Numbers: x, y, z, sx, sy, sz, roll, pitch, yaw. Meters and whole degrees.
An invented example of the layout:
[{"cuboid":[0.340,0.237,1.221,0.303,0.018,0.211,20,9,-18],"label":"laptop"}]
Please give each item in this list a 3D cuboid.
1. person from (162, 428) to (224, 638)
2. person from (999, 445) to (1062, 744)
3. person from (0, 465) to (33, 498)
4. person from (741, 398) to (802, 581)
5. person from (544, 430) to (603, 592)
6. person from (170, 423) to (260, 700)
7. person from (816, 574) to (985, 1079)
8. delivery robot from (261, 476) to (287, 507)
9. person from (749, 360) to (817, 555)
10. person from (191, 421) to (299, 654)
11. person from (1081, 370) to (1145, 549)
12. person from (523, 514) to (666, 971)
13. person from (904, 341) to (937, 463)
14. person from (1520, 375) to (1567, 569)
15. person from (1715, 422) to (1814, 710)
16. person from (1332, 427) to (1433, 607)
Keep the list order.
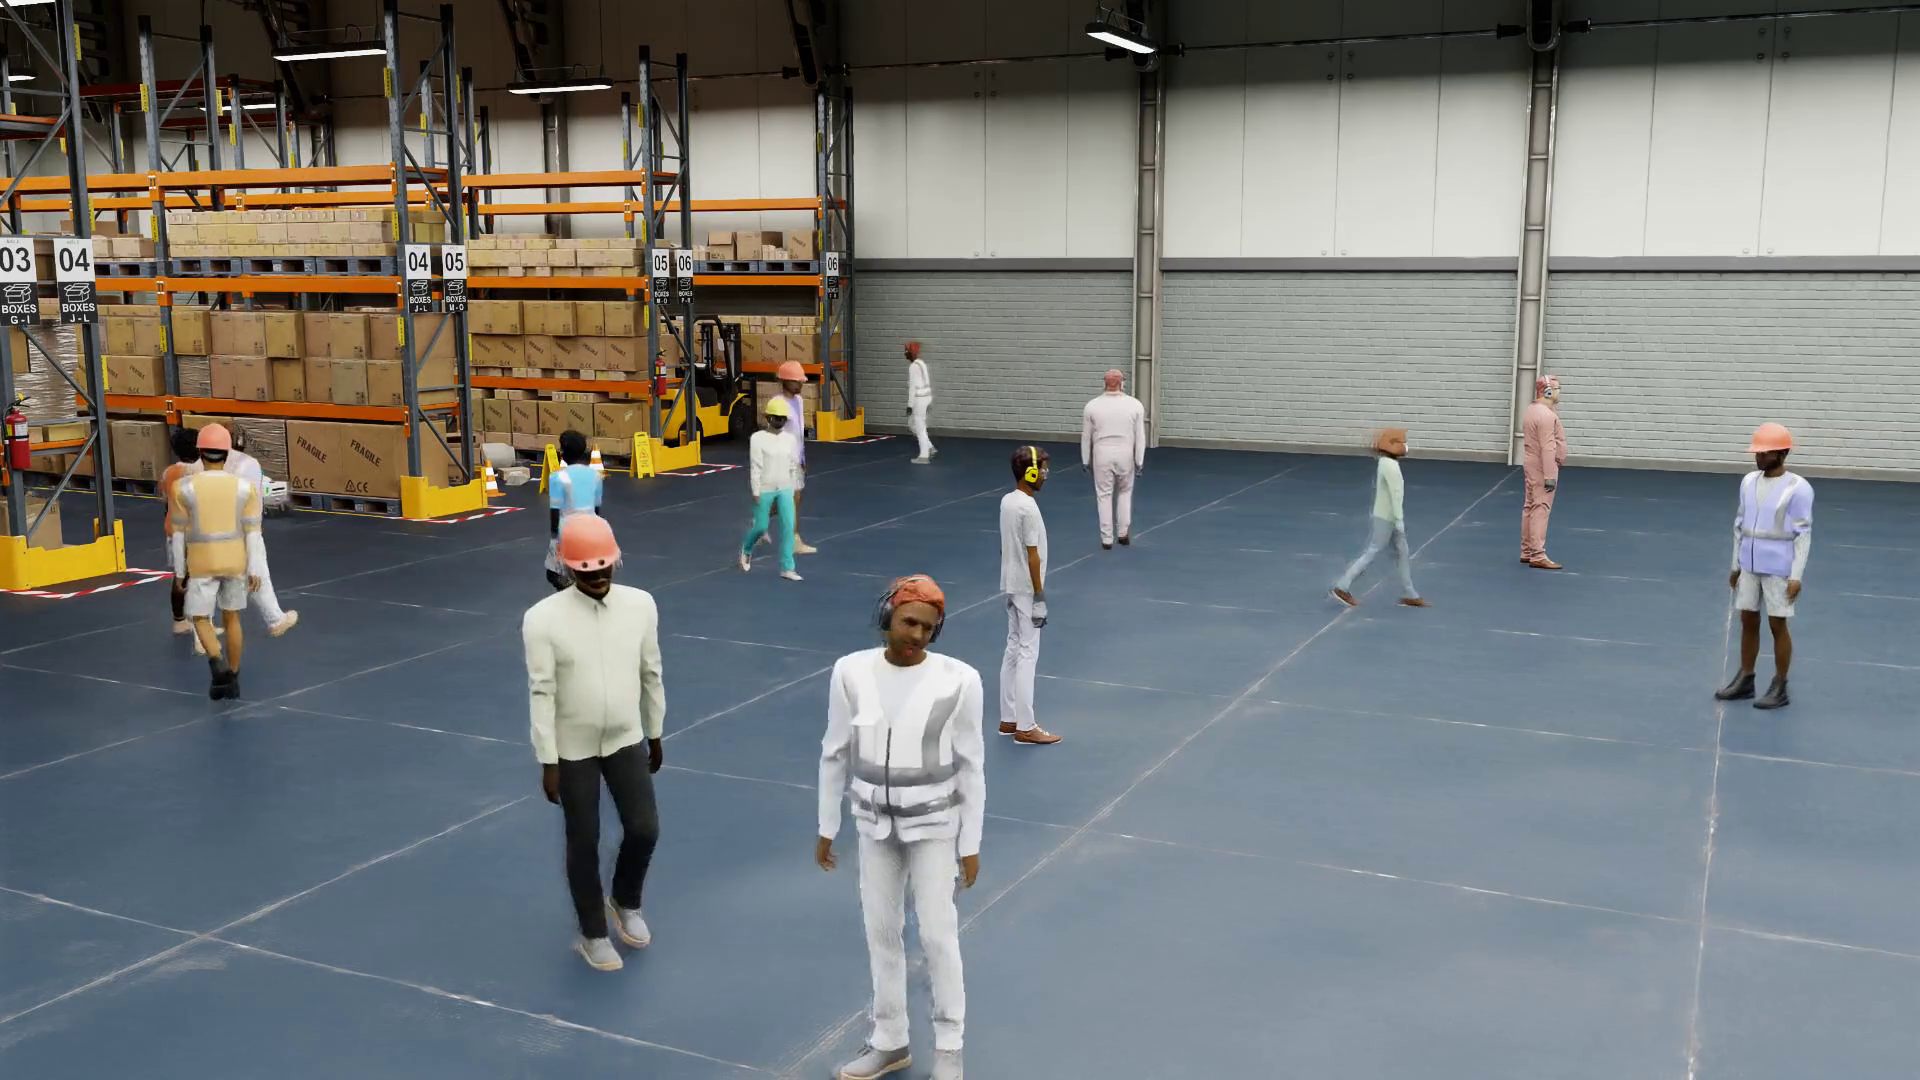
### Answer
[{"cuboid":[-6.151,-0.046,13.305,0.560,1.683,0.342,6,11,34],"label":"person"},{"cuboid":[0.422,0.340,10.375,0.329,1.864,0.508,-3,10,-21],"label":"person"},{"cuboid":[-11.519,-1.277,20.043,0.509,1.945,0.636,-1,9,-5],"label":"person"},{"cuboid":[-1.816,-0.498,15.880,0.531,1.740,0.736,-7,11,-35],"label":"person"},{"cuboid":[-3.061,-0.035,13.218,0.363,1.680,0.548,6,11,35],"label":"person"},{"cuboid":[-5.021,0.168,11.265,0.556,1.914,0.598,-6,11,-31],"label":"person"},{"cuboid":[-0.205,1.052,5.994,0.622,1.870,0.369,4,10,22],"label":"person"},{"cuboid":[-8.385,-0.599,19.843,0.707,0.478,0.477,4,10,25],"label":"delivery robot"},{"cuboid":[-1.841,-0.855,17.219,0.701,2.021,0.628,3,10,19],"label":"person"},{"cuboid":[-5.659,-0.042,13.001,0.657,1.766,1.032,2,9,12],"label":"person"},{"cuboid":[1.624,-0.870,17.710,0.673,1.881,0.785,1,9,4],"label":"person"},{"cuboid":[-1.504,0.850,6.960,0.617,1.964,0.460,-6,11,-32],"label":"person"},{"cuboid":[-0.635,-2.080,25.221,0.432,1.864,0.585,1,9,8],"label":"person"},{"cuboid":[5.784,-0.677,16.462,0.408,1.913,0.641,1,9,4],"label":"person"},{"cuboid":[5.404,0.172,11.180,0.377,1.933,0.551,-4,10,-24],"label":"person"},{"cuboid":[3.685,-0.192,14.473,0.848,1.602,0.504,2,9,10],"label":"person"}]
